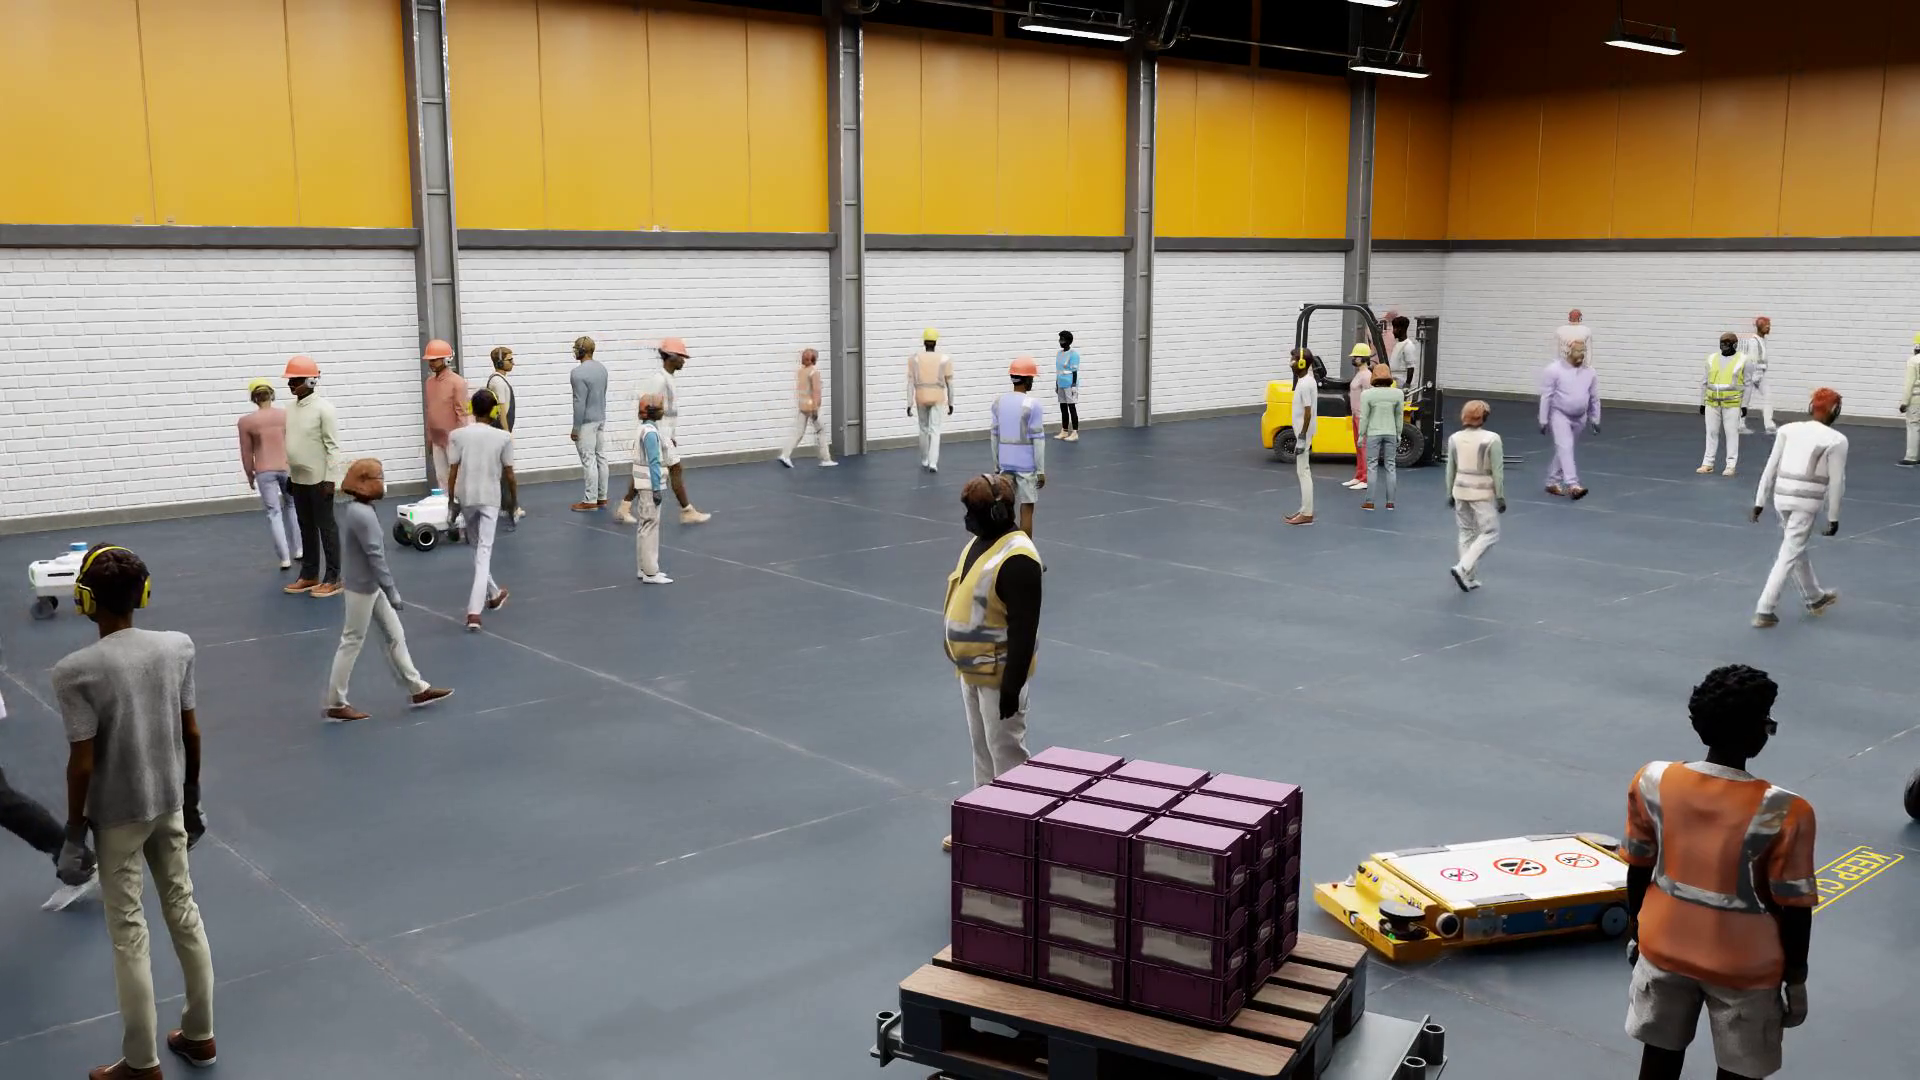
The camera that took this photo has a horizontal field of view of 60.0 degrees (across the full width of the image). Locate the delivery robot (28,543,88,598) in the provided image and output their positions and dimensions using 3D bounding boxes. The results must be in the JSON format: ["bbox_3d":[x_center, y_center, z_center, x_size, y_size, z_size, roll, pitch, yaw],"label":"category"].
[{"bbox_3d":[-6.925,0.264,13.110,0.707,0.478,0.477,-4,10,-20],"label":"delivery robot"}]

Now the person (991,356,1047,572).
[{"bbox_3d":[0.541,-0.669,14.808,0.552,1.935,0.373,8,13,39],"label":"person"}]

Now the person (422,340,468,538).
[{"bbox_3d":[-5.155,-1.012,16.676,0.615,1.987,0.407,7,12,37],"label":"person"}]

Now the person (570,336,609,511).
[{"bbox_3d":[-4.115,-1.286,18.413,0.372,1.940,0.629,3,10,15],"label":"person"}]

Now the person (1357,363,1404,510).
[{"bbox_3d":[4.664,-1.141,18.456,0.498,1.633,0.285,-1,10,-4],"label":"person"}]

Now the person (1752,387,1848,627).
[{"bbox_3d":[6.468,-0.258,12.745,1.026,1.812,0.653,-4,11,-23],"label":"person"}]

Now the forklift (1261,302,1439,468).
[{"bbox_3d":[5.320,-2.157,22.763,2.313,2.155,1.214,3,10,16],"label":"forklift"}]

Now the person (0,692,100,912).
[{"bbox_3d":[-4.113,0.724,6.861,0.994,1.884,0.603,-6,12,-33],"label":"person"}]

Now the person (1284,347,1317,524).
[{"bbox_3d":[3.592,-1.089,17.477,0.310,1.864,0.534,2,10,13],"label":"person"}]

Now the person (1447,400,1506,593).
[{"bbox_3d":[4.271,-0.353,13.852,0.556,1.624,0.558,-7,12,-35],"label":"person"}]

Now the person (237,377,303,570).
[{"bbox_3d":[-6.208,-0.609,15.087,0.583,1.708,0.746,-5,11,-27],"label":"person"}]

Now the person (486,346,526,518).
[{"bbox_3d":[-4.924,-1.164,17.972,0.341,1.846,0.510,-4,10,-20],"label":"person"}]

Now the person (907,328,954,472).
[{"bbox_3d":[-0.390,-1.842,21.867,0.607,1.879,1.004,1,10,3],"label":"person"}]

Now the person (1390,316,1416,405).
[{"bbox_3d":[6.340,-2.235,23.905,0.372,1.961,0.601,-1,10,-3],"label":"person"}]

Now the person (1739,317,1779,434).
[{"bbox_3d":[12.639,-2.566,26.136,0.619,1.852,0.850,-9,13,-43],"label":"person"}]

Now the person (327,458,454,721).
[{"bbox_3d":[-3.501,0.302,10.116,0.816,1.599,0.507,-3,10,-17],"label":"person"}]

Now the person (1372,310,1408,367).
[{"bbox_3d":[7.522,-3.108,29.275,0.662,1.884,0.740,8,12,39],"label":"person"}]

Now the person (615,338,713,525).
[{"bbox_3d":[-3.165,-1.122,17.396,1.019,1.973,0.660,-1,10,-4],"label":"person"}]

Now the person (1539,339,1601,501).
[{"bbox_3d":[7.111,-1.392,19.262,0.664,1.854,1.026,-2,10,-13],"label":"person"}]

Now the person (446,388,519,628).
[{"bbox_3d":[-3.670,-0.256,12.816,0.517,1.797,1.053,0,10,1],"label":"person"}]

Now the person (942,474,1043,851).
[{"bbox_3d":[0.141,0.606,7.631,0.429,1.840,0.621,-3,10,-19],"label":"person"}]

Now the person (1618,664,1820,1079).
[{"bbox_3d":[2.119,1.180,4.675,0.316,1.699,0.540,-9,13,-41],"label":"person"}]

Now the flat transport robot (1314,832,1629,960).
[{"bbox_3d":[2.302,1.487,7.052,1.431,0.197,0.652,-3,10,-16],"label":"flat transport robot"}]

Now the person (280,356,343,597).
[{"bbox_3d":[-5.388,-0.525,13.786,0.610,1.996,0.378,6,12,32],"label":"person"}]

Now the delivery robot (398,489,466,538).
[{"bbox_3d":[-5.063,-0.254,16.140,0.707,0.478,0.477,-8,13,-40],"label":"delivery robot"}]

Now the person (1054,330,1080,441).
[{"bbox_3d":[1.632,-2.352,25.380,0.319,1.692,0.536,-6,11,-29],"label":"person"}]

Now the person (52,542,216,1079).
[{"bbox_3d":[-2.794,0.935,5.609,0.328,1.873,0.520,5,11,29],"label":"person"}]

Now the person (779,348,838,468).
[{"bbox_3d":[-2.045,-1.748,22.100,0.831,1.604,0.527,-7,12,-36],"label":"person"}]

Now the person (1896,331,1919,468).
[{"bbox_3d":[12.795,-1.875,22.181,0.599,1.827,0.404,-3,10,-19],"label":"person"}]

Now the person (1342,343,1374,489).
[{"bbox_3d":[4.839,-1.494,20.131,0.315,1.769,0.524,0,10,1],"label":"person"}]

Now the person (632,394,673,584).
[{"bbox_3d":[-2.662,-0.442,14.346,0.310,1.638,0.523,-3,10,-19],"label":"person"}]

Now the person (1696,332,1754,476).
[{"bbox_3d":[9.832,-1.749,21.413,0.429,1.841,0.634,-9,13,-42],"label":"person"}]

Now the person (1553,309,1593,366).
[{"bbox_3d":[10.610,-3.044,28.801,0.651,1.907,0.409,5,11,26],"label":"person"}]
